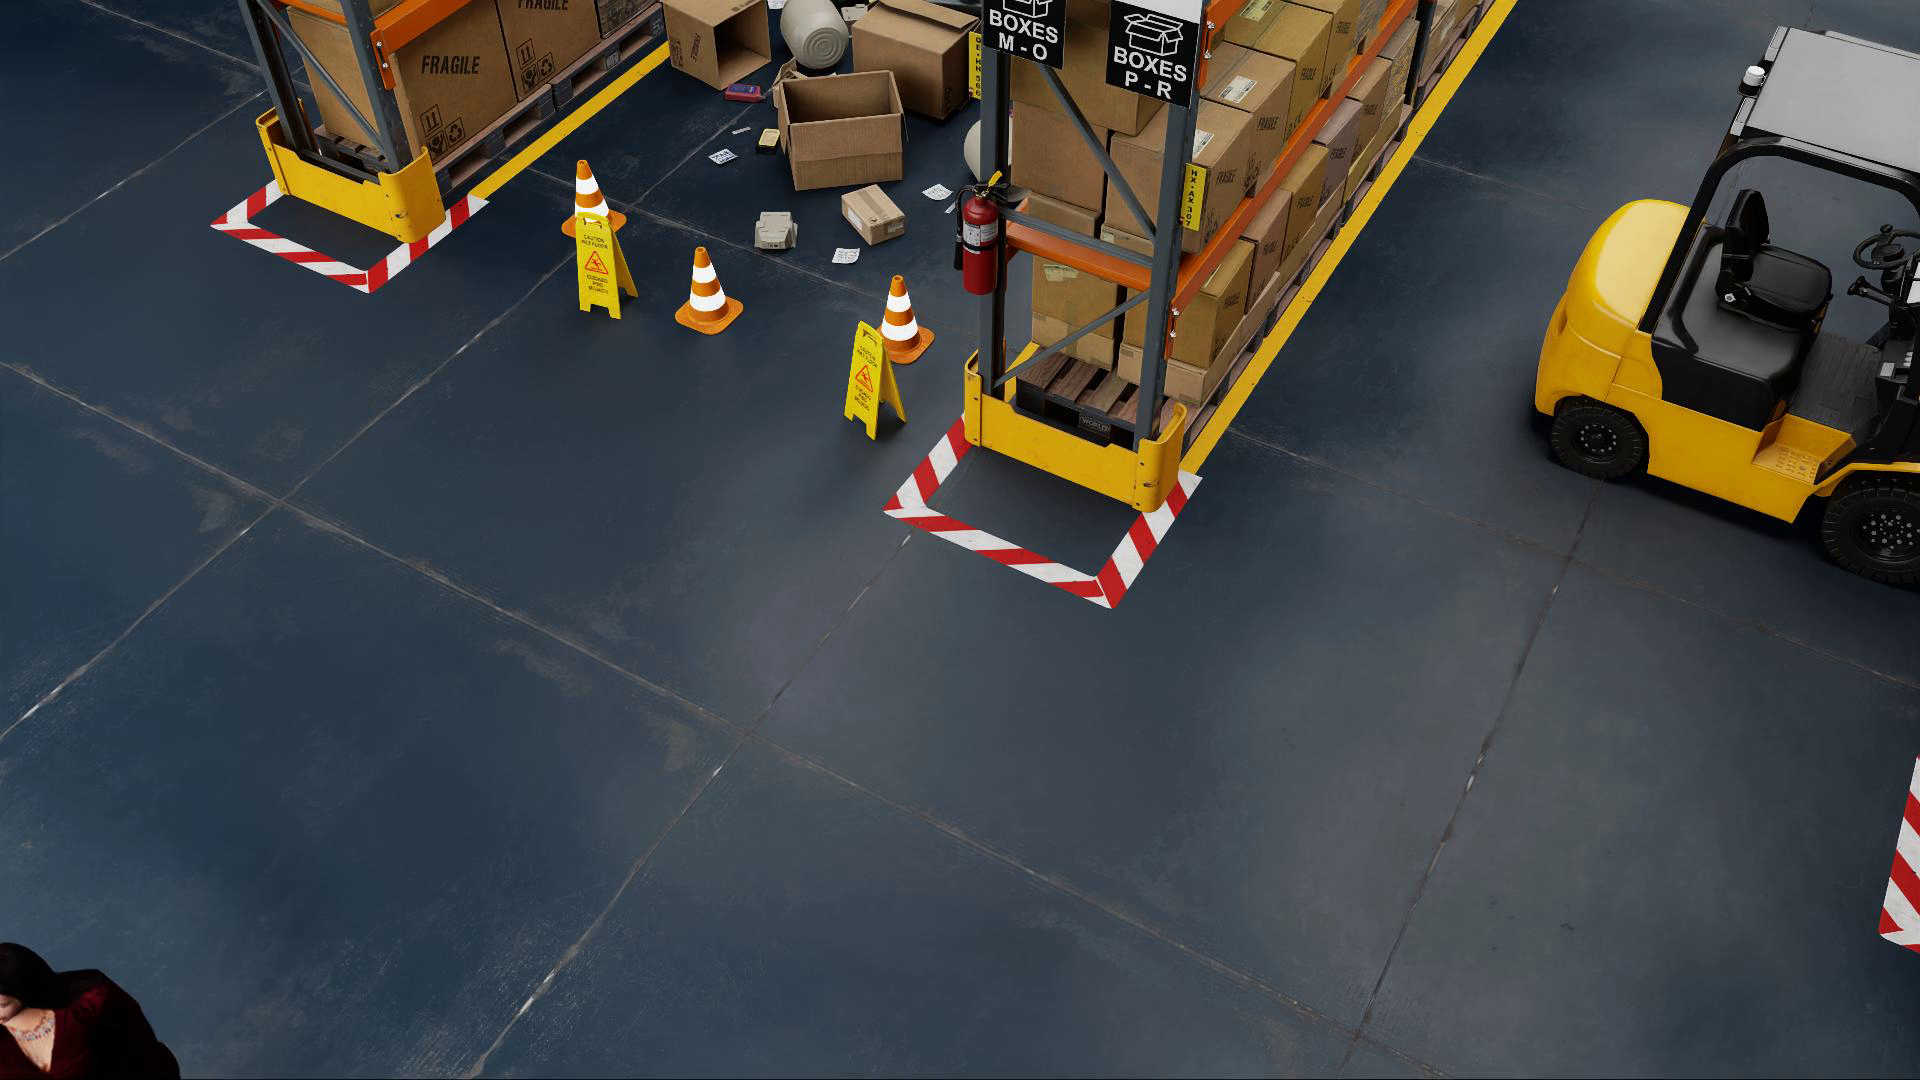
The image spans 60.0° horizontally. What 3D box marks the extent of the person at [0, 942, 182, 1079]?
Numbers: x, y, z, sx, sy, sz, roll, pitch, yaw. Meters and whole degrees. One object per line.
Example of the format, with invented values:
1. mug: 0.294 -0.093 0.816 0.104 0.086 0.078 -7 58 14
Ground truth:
1. person: -2.952 1.842 5.671 0.753 1.757 0.830 -15 49 -14
